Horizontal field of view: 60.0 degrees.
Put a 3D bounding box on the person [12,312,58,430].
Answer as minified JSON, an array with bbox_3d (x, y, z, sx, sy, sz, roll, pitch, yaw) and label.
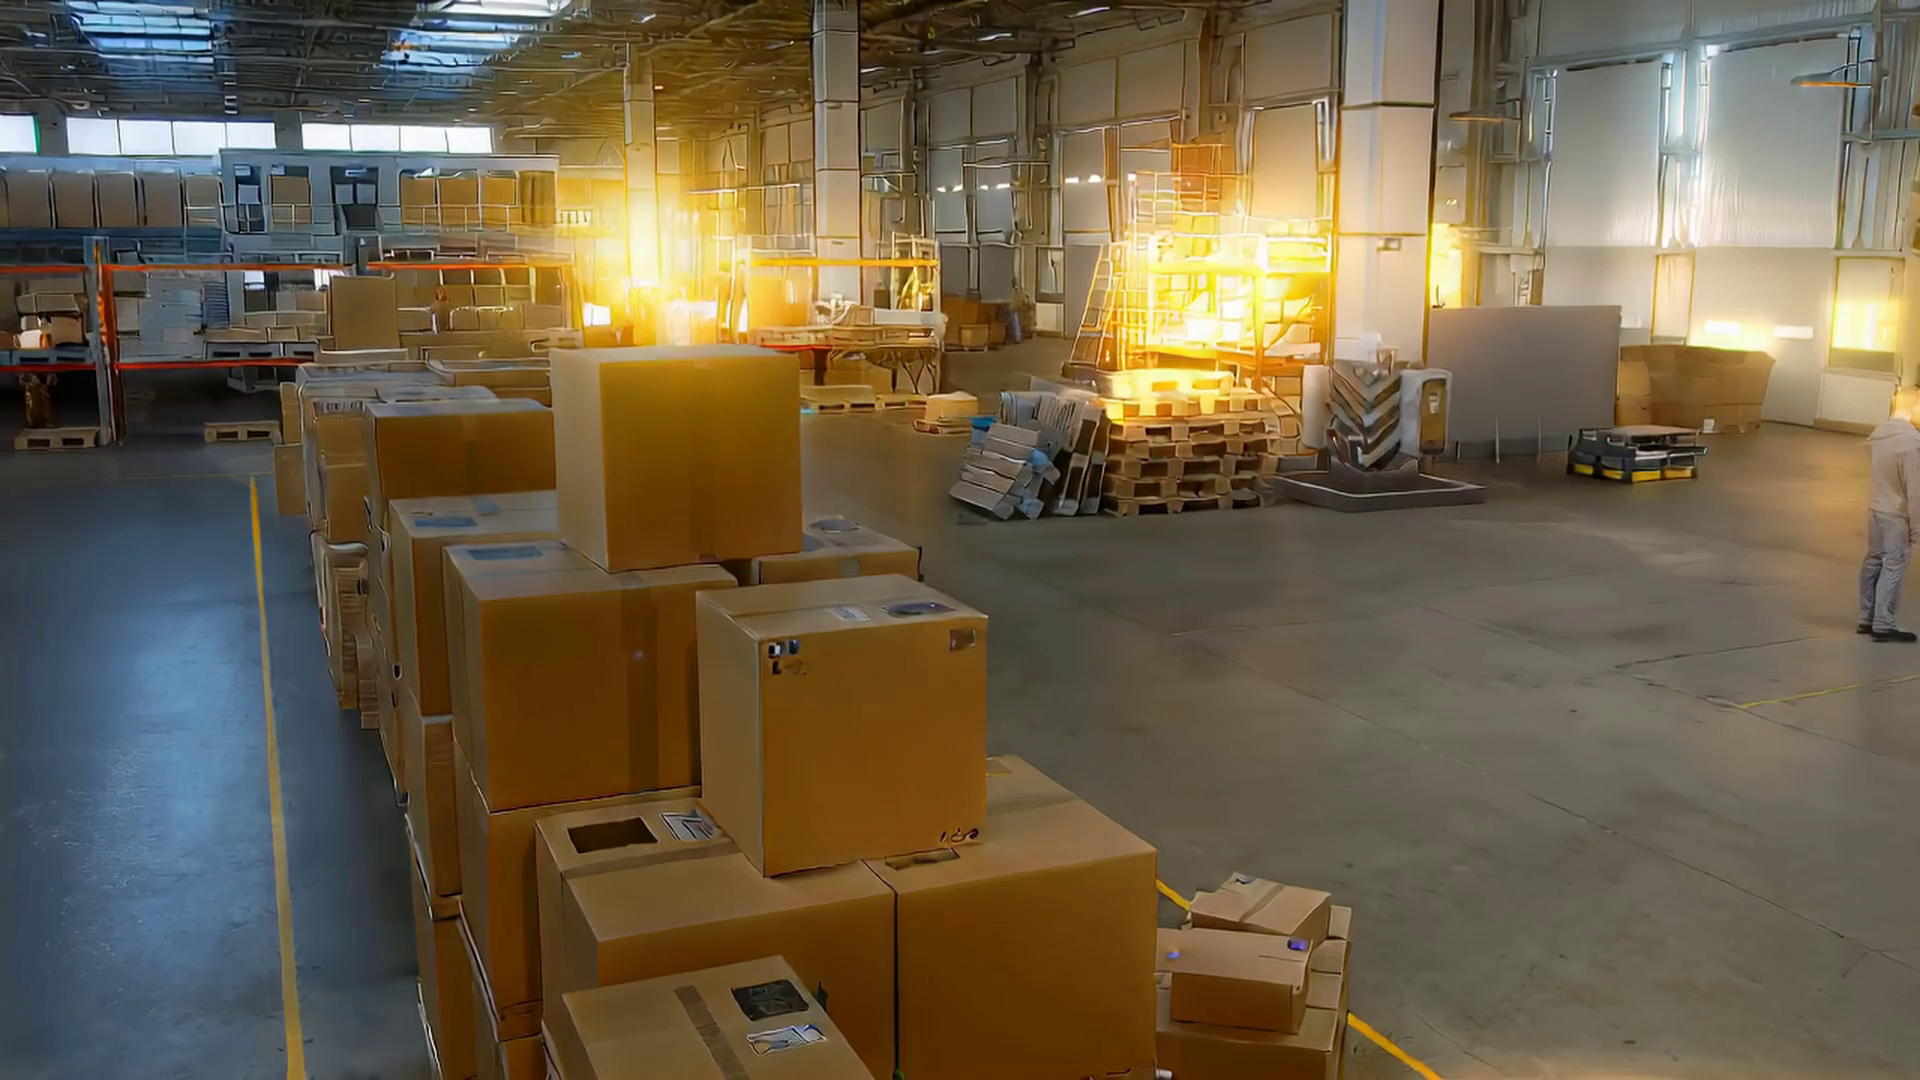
[{"bbox_3d":[-14.134,-2.544,25.448,0.572,1.886,0.358,-2,10,-8],"label":"person"}]

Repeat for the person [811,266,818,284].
[{"bbox_3d":[-5.426,-9.729,64.801,0.646,1.968,0.807,-9,14,-41],"label":"person"}]

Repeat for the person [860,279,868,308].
[{"bbox_3d":[-3.717,-8.992,61.046,0.882,1.872,0.577,2,11,13],"label":"person"}]

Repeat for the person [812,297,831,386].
[{"bbox_3d":[-2.543,-3.516,30.706,0.372,1.922,0.585,-3,11,-15],"label":"person"}]

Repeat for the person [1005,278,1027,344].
[{"bbox_3d":[1.621,-6.581,47.727,0.606,1.873,0.986,-7,12,-32],"label":"person"}]

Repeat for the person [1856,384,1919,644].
[{"bbox_3d":[6.960,-0.193,12.381,0.377,1.931,0.636,0,10,0],"label":"person"}]

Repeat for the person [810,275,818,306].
[{"bbox_3d":[-4.550,-7.579,53.399,0.660,1.807,0.872,2,10,10],"label":"person"}]

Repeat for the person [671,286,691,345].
[{"bbox_3d":[-6.220,-4.711,37.244,0.370,1.940,0.627,3,11,18],"label":"person"}]

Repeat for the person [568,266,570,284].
[{"bbox_3d":[-16.822,-10.965,71.864,0.337,1.882,0.585,-7,13,-36],"label":"person"}]

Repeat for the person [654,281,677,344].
[{"bbox_3d":[-8.236,-6.326,46.469,0.657,1.814,0.766,-3,11,-15],"label":"person"}]

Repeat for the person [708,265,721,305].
[{"bbox_3d":[-10.460,-10.768,70.679,0.614,1.925,0.802,5,11,23],"label":"person"}]

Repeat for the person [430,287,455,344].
[{"bbox_3d":[-12.224,-5.035,39.309,0.560,1.833,0.887,-5,11,-24],"label":"person"}]

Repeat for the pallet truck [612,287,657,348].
[{"bbox_3d":[-6.464,-4.406,35.401,0.823,1.965,1.885,6,12,32],"label":"pallet truck"}]
